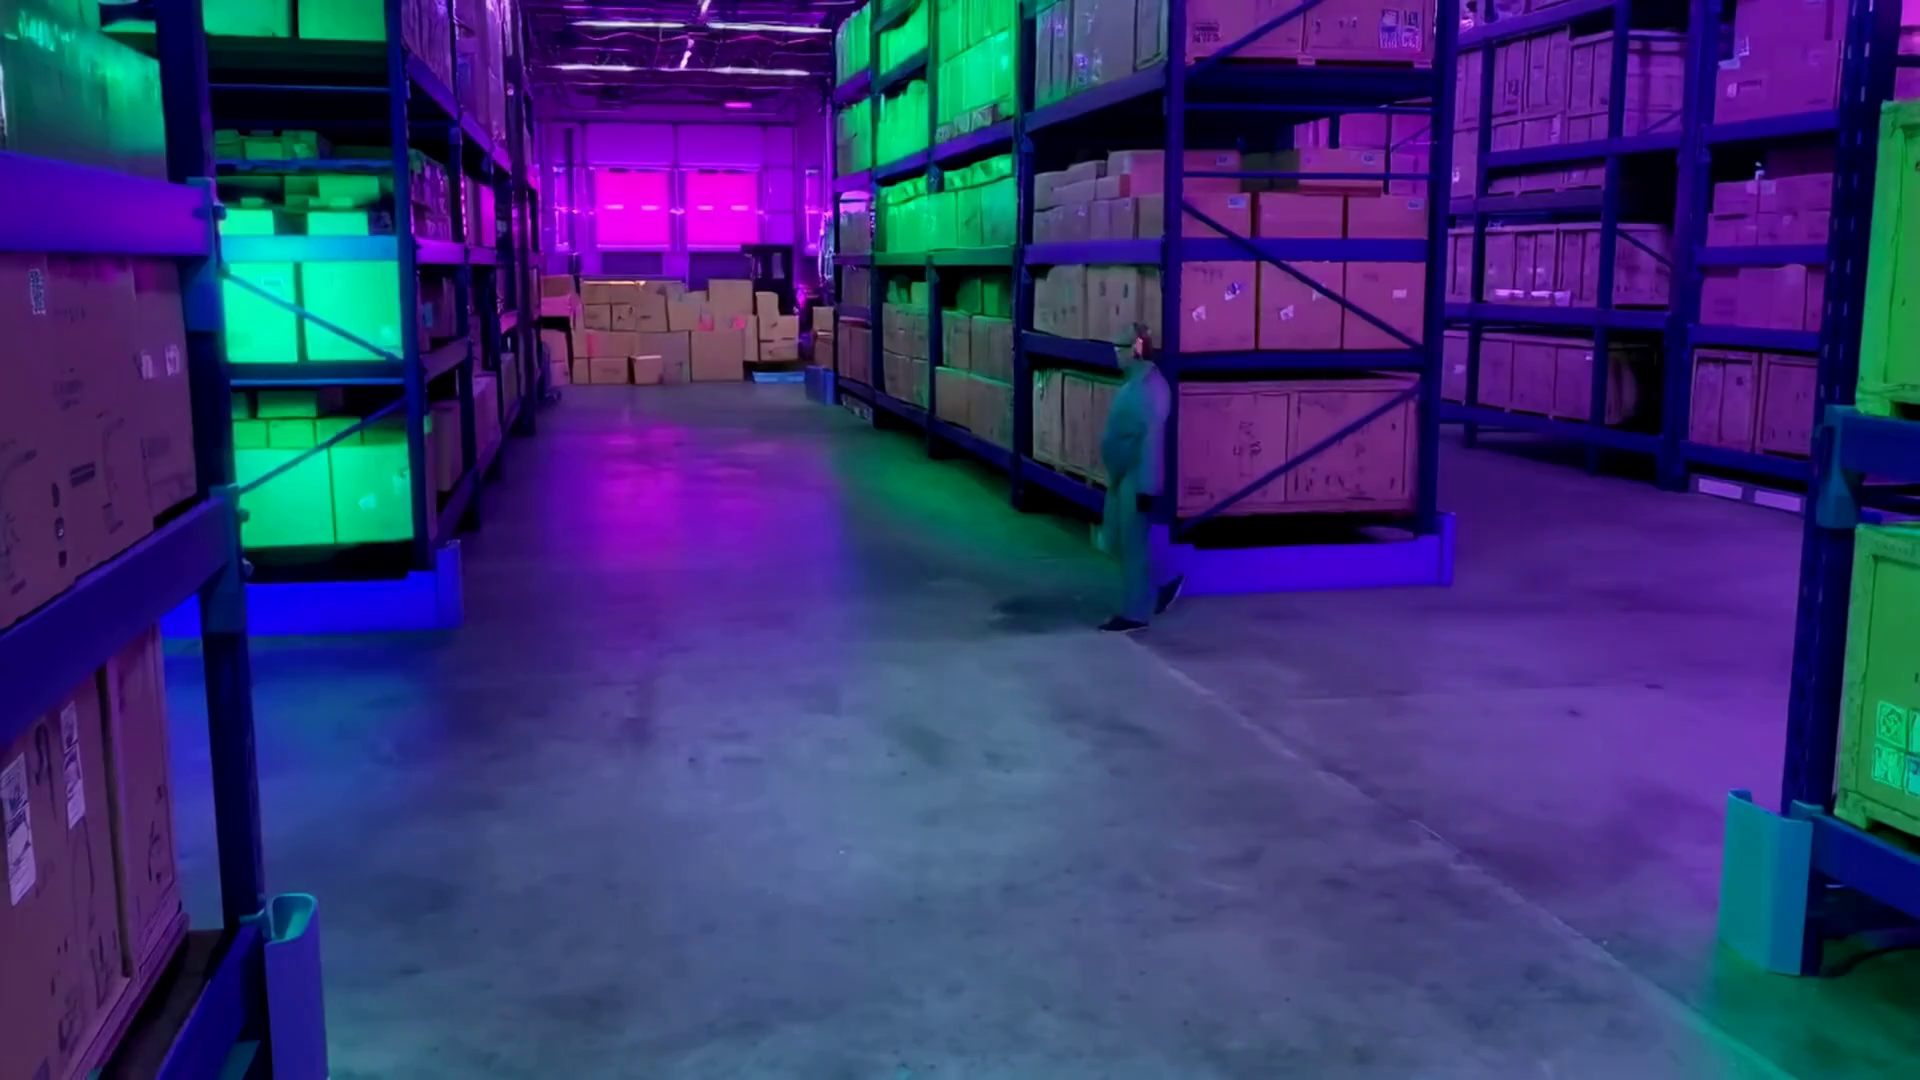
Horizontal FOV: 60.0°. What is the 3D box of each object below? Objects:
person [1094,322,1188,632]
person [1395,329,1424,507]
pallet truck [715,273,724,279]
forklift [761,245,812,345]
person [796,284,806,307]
[{"bbox_3d":[1.107,-0.375,10.129,0.539,1.893,0.648,-2,9,-11],"label":"person"},{"bbox_3d":[4.025,-1.065,14.969,0.494,1.678,0.540,9,13,44],"label":"person"},{"bbox_3d":[-8.580,-8.986,62.280,1.885,1.965,0.823,1,9,5],"label":"pallet truck"},{"bbox_3d":[-5.040,-6.785,46.180,1.129,2.768,1.873,5,11,29],"label":"forklift"},{"bbox_3d":[-5.018,-7.236,52.521,0.322,1.698,0.533,-4,10,-25],"label":"person"}]
